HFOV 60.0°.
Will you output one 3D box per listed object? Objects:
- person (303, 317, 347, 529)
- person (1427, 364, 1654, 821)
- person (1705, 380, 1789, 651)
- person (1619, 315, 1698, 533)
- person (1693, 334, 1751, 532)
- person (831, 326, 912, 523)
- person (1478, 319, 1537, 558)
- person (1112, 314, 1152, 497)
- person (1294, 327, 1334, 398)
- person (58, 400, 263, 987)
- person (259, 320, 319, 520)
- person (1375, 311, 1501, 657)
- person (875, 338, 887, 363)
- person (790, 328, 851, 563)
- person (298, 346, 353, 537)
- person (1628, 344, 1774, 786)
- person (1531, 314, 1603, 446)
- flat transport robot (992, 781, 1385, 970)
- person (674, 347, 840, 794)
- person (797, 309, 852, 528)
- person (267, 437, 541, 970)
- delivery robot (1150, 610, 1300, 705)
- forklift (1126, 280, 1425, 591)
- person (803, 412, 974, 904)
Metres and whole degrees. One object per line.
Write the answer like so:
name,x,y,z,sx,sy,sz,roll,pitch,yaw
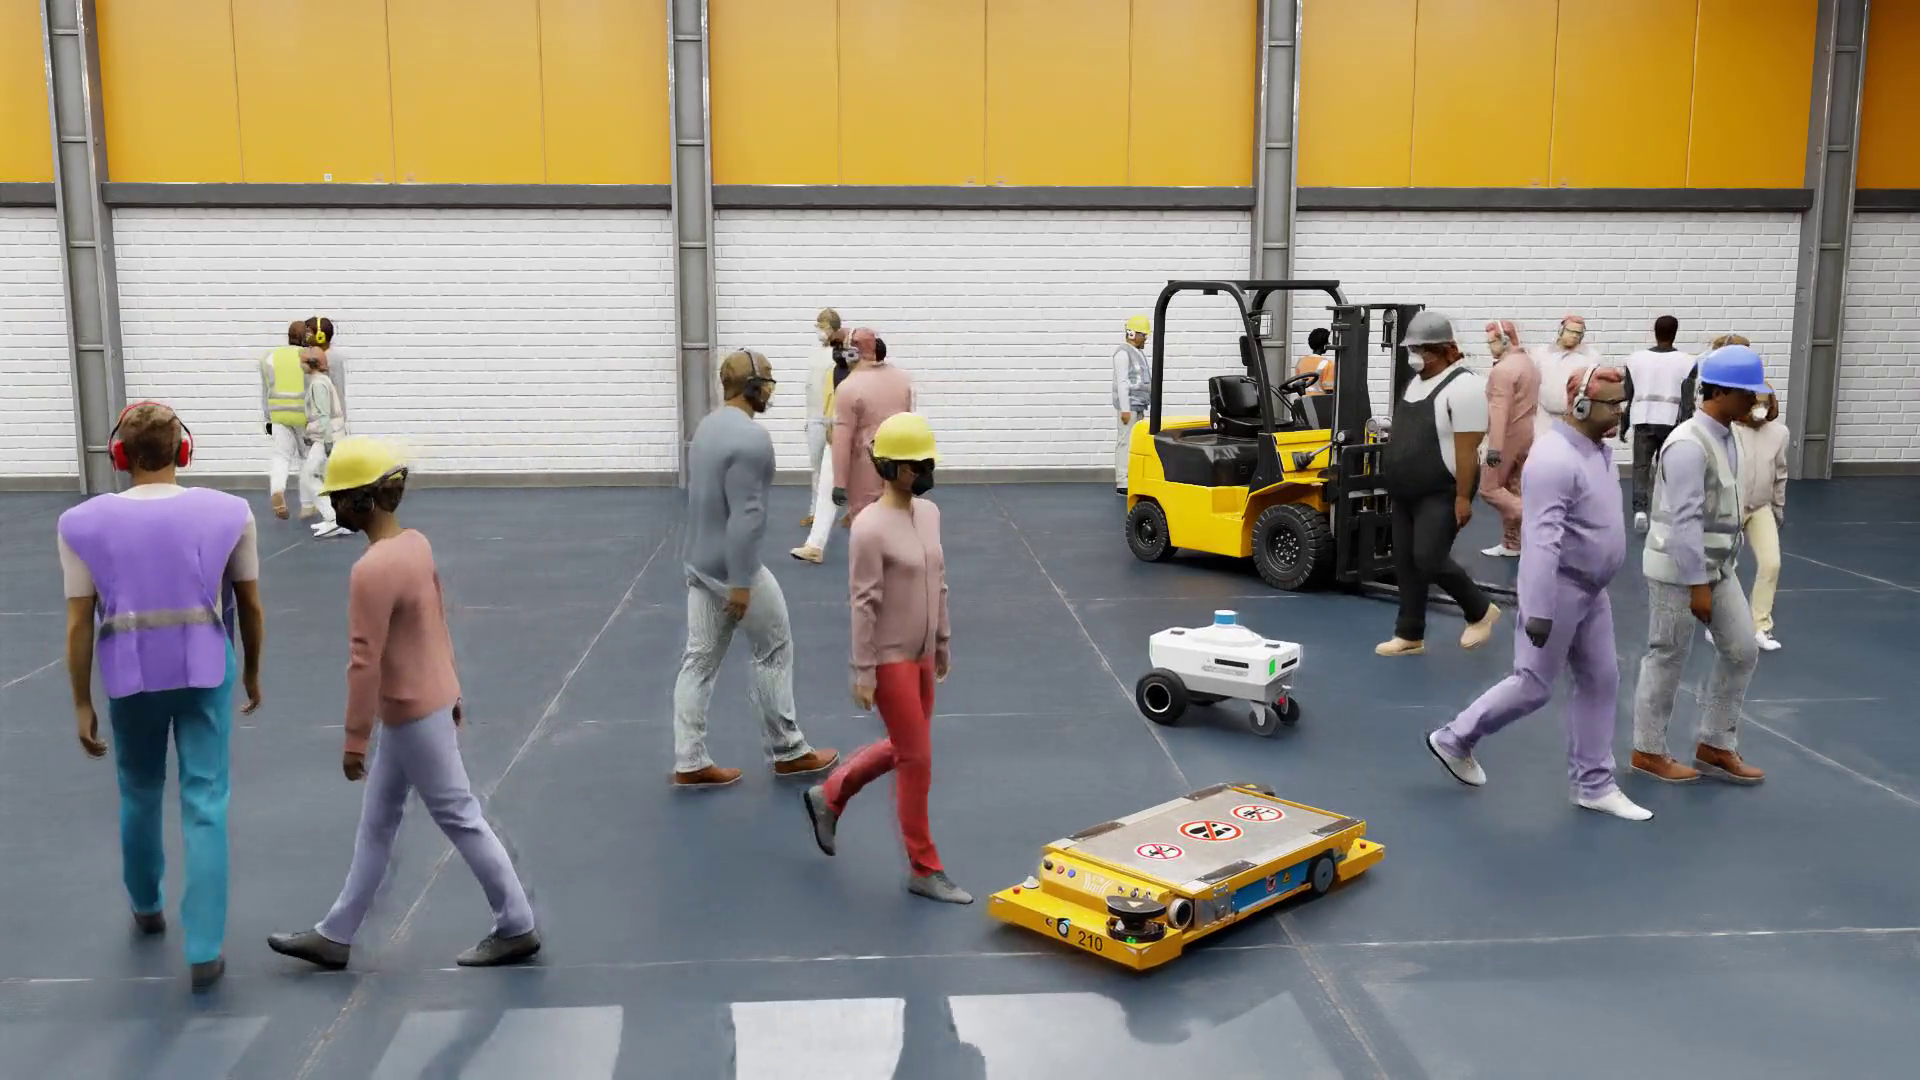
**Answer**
person,-5.529,-1.005,14.444,0.369,1.853,0.537,-1,9,-4
person,2.413,0.201,6.858,0.844,1.872,0.682,7,12,39
person,4.638,-0.138,9.751,0.541,1.609,0.632,-1,9,-3
person,6.016,-1.004,14.388,0.604,1.885,0.940,5,10,26
person,5.045,-0.463,11.121,0.448,1.828,0.541,8,12,43
person,-0.595,-0.430,10.736,0.416,1.884,0.663,7,11,38
person,4.265,-0.757,12.807,0.519,1.879,0.710,5,10,30
person,1.734,-1.344,16.677,0.403,1.824,0.586,4,10,21
person,3.587,-1.297,16.806,0.320,1.689,0.525,-6,11,-31
person,-2.551,0.459,5.381,0.565,1.808,0.903,-4,10,-23
person,-6.001,-1.067,14.987,0.634,1.815,0.781,0,9,-3
person,2.720,-0.317,9.550,0.638,2.000,0.695,-3,9,-17
person,-0.711,-0.871,14.109,0.319,1.695,0.532,6,11,34
person,-0.895,-0.703,12.719,0.649,1.796,0.926,7,12,39
person,-5.343,-0.811,13.954,0.406,1.620,0.563,-3,9,-17
person,3.201,0.134,7.079,0.631,1.919,0.669,-8,12,-42
person,5.480,-1.119,15.113,0.650,1.871,0.697,6,11,34
flat transport robot,0.845,1.145,5.908,1.431,0.197,0.652,-9,13,-44
person,-0.889,0.131,7.178,0.863,1.900,0.649,-6,11,-32
person,-1.141,-1.050,14.599,0.688,1.924,0.506,9,13,44
person,-1.760,0.535,5.221,0.878,1.705,0.546,-1,9,-6
delivery robot,1.304,0.591,8.205,0.707,0.478,0.477,6,11,35
forklift,2.301,-0.860,12.475,1.214,2.155,2.313,-6,11,-35
person,-0.270,0.402,5.989,0.735,1.746,0.528,5,10,28
